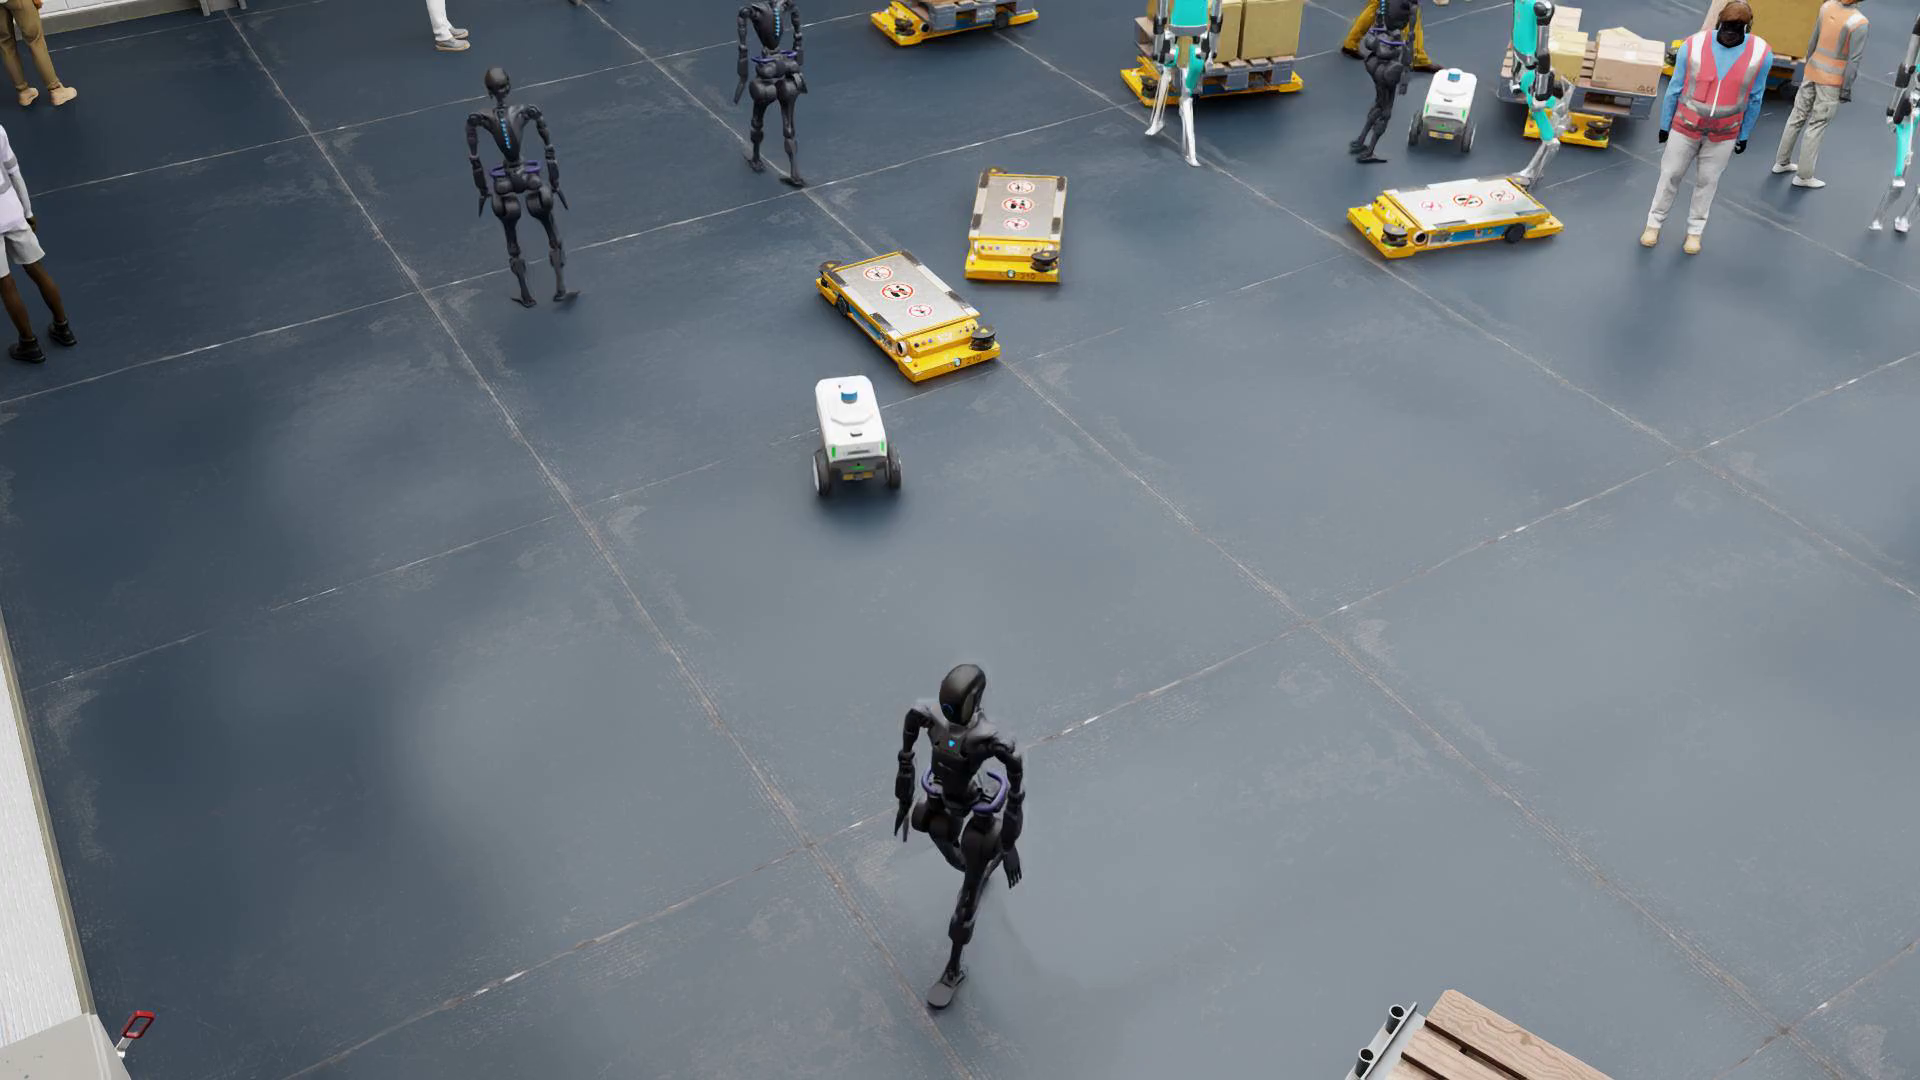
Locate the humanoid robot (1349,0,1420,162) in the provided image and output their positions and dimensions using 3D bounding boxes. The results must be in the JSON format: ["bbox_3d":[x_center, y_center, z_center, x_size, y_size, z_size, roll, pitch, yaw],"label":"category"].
[{"bbox_3d":[3.326,-3.752,12.903,0.336,1.646,0.611,-9,39,-12],"label":"humanoid robot"}]

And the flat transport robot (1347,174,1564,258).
[{"bbox_3d":[3.674,-2.403,12.324,1.431,0.231,0.659,-10,39,-12],"label":"flat transport robot"}]

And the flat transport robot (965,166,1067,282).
[{"bbox_3d":[0.429,-2.331,12.233,0.659,0.231,1.431,4,39,4],"label":"flat transport robot"}]

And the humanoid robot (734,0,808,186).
[{"bbox_3d":[-1.442,-3.535,12.637,0.602,1.627,0.685,-23,44,-26],"label":"humanoid robot"}]

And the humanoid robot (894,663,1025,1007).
[{"bbox_3d":[0.015,1.110,6.798,0.595,1.628,0.781,17,41,20],"label":"humanoid robot"}]

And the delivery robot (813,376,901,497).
[{"bbox_3d":[-0.645,-0.639,9.873,0.499,0.601,0.805,-7,39,-9],"label":"delivery robot"}]

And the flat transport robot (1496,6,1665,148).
[{"bbox_3d":[5.138,-3.692,13.950,0.659,0.231,1.431,13,40,15],"label":"flat transport robot"}]

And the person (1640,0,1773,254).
[{"bbox_3d":[5.235,-2.893,11.689,0.628,1.836,0.431,14,40,16],"label":"person"}]

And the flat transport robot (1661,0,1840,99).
[{"bbox_3d":[6.929,-4.136,14.511,1.431,0.231,0.659,17,42,21],"label":"flat transport robot"}]

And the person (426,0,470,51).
[{"bbox_3d":[-4.672,-5.282,14.659,0.356,1.882,0.573,-9,39,-11],"label":"person"}]

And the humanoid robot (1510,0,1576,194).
[{"bbox_3d":[4.409,-3.393,12.465,0.800,1.866,0.532,-5,39,-6],"label":"humanoid robot"}]

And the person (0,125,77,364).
[{"bbox_3d":[-6.128,-2.021,10.499,0.377,1.937,0.545,23,44,26],"label":"person"}]

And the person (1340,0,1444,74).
[{"bbox_3d":[3.813,-4.904,14.318,0.900,1.703,0.523,7,39,9],"label":"person"}]

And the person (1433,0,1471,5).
[{"bbox_3d":[4.764,-5.983,15.543,0.572,1.881,0.358,-13,40,-16],"label":"person"}]

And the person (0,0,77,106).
[{"bbox_3d":[-7.838,-4.431,13.678,0.518,1.766,0.374,1,38,2],"label":"person"}]

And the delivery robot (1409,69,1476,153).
[{"bbox_3d":[3.963,-3.516,13.502,0.499,0.600,0.802,13,40,15],"label":"delivery robot"}]

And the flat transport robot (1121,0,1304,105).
[{"bbox_3d":[2.174,-4.022,14.367,1.431,0.231,0.659,-9,39,-11],"label":"flat transport robot"}]

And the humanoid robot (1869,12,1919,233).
[{"bbox_3d":[6.910,-2.963,11.866,0.535,1.819,0.663,10,39,12],"label":"humanoid robot"}]

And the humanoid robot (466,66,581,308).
[{"bbox_3d":[-2.941,-2.325,11.096,0.597,1.647,0.408,-8,39,-9],"label":"humanoid robot"}]

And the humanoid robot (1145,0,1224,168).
[{"bbox_3d":[1.724,-3.880,13.022,0.531,1.787,0.866,-2,38,-3],"label":"humanoid robot"}]

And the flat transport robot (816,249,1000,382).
[{"bbox_3d":[-0.373,-1.553,11.252,0.659,0.231,1.431,-20,43,-23],"label":"flat transport robot"}]

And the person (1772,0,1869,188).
[{"bbox_3d":[6.553,-3.484,12.580,0.309,1.642,0.514,-9,39,-11],"label":"person"}]

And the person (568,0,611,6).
[{"bbox_3d":[-3.575,-5.931,15.517,0.559,1.836,0.391,-14,40,-16],"label":"person"}]

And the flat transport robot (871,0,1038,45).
[{"bbox_3d":[-0.050,-4.920,15.500,1.431,0.231,0.659,-17,42,-21],"label":"flat transport robot"}]
